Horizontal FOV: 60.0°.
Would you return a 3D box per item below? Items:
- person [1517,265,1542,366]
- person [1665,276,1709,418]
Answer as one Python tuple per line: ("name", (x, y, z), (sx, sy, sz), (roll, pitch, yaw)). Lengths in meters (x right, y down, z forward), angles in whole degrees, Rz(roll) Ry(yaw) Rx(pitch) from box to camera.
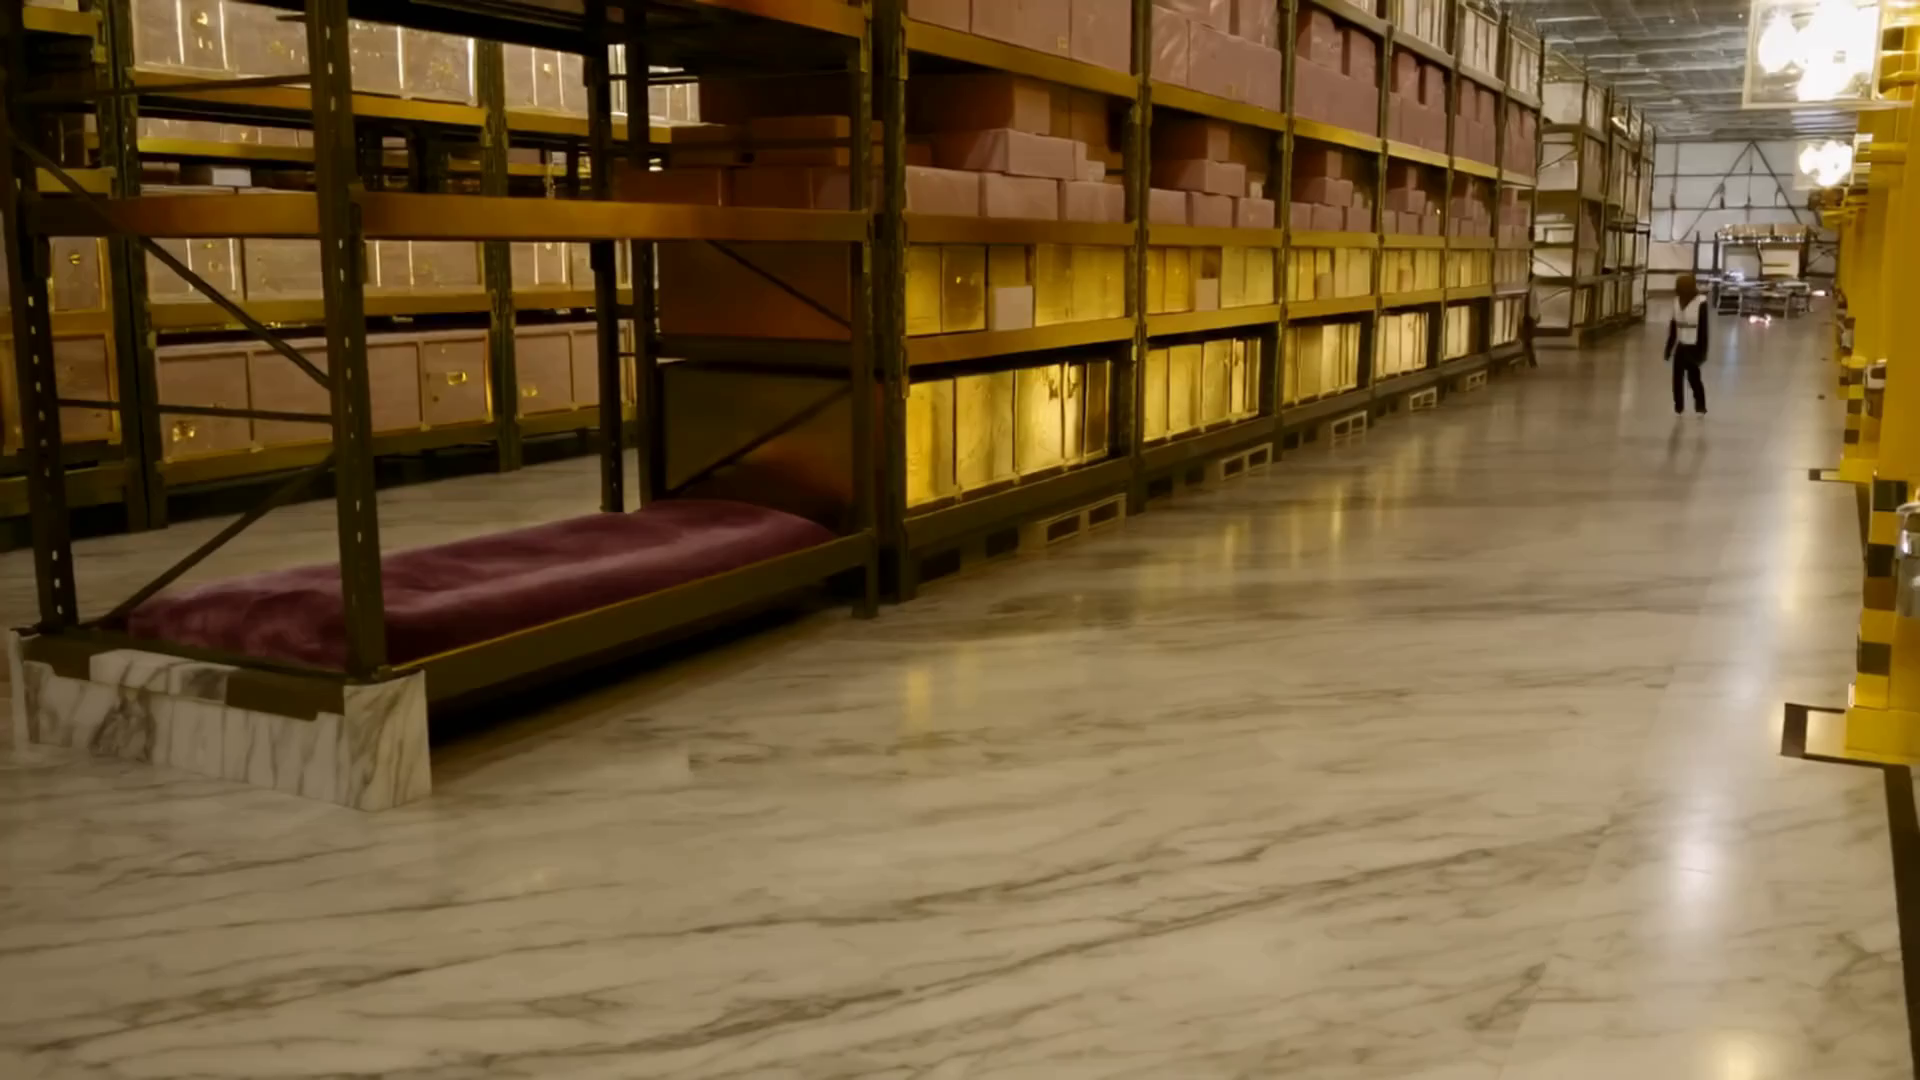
("person", (10.989, -4.383, 32.422), (0.624, 1.960, 0.982), (-7, 12, -36))
("person", (9.699, -2.556, 22.087), (0.413, 1.868, 0.697), (-3, 10, -18))
